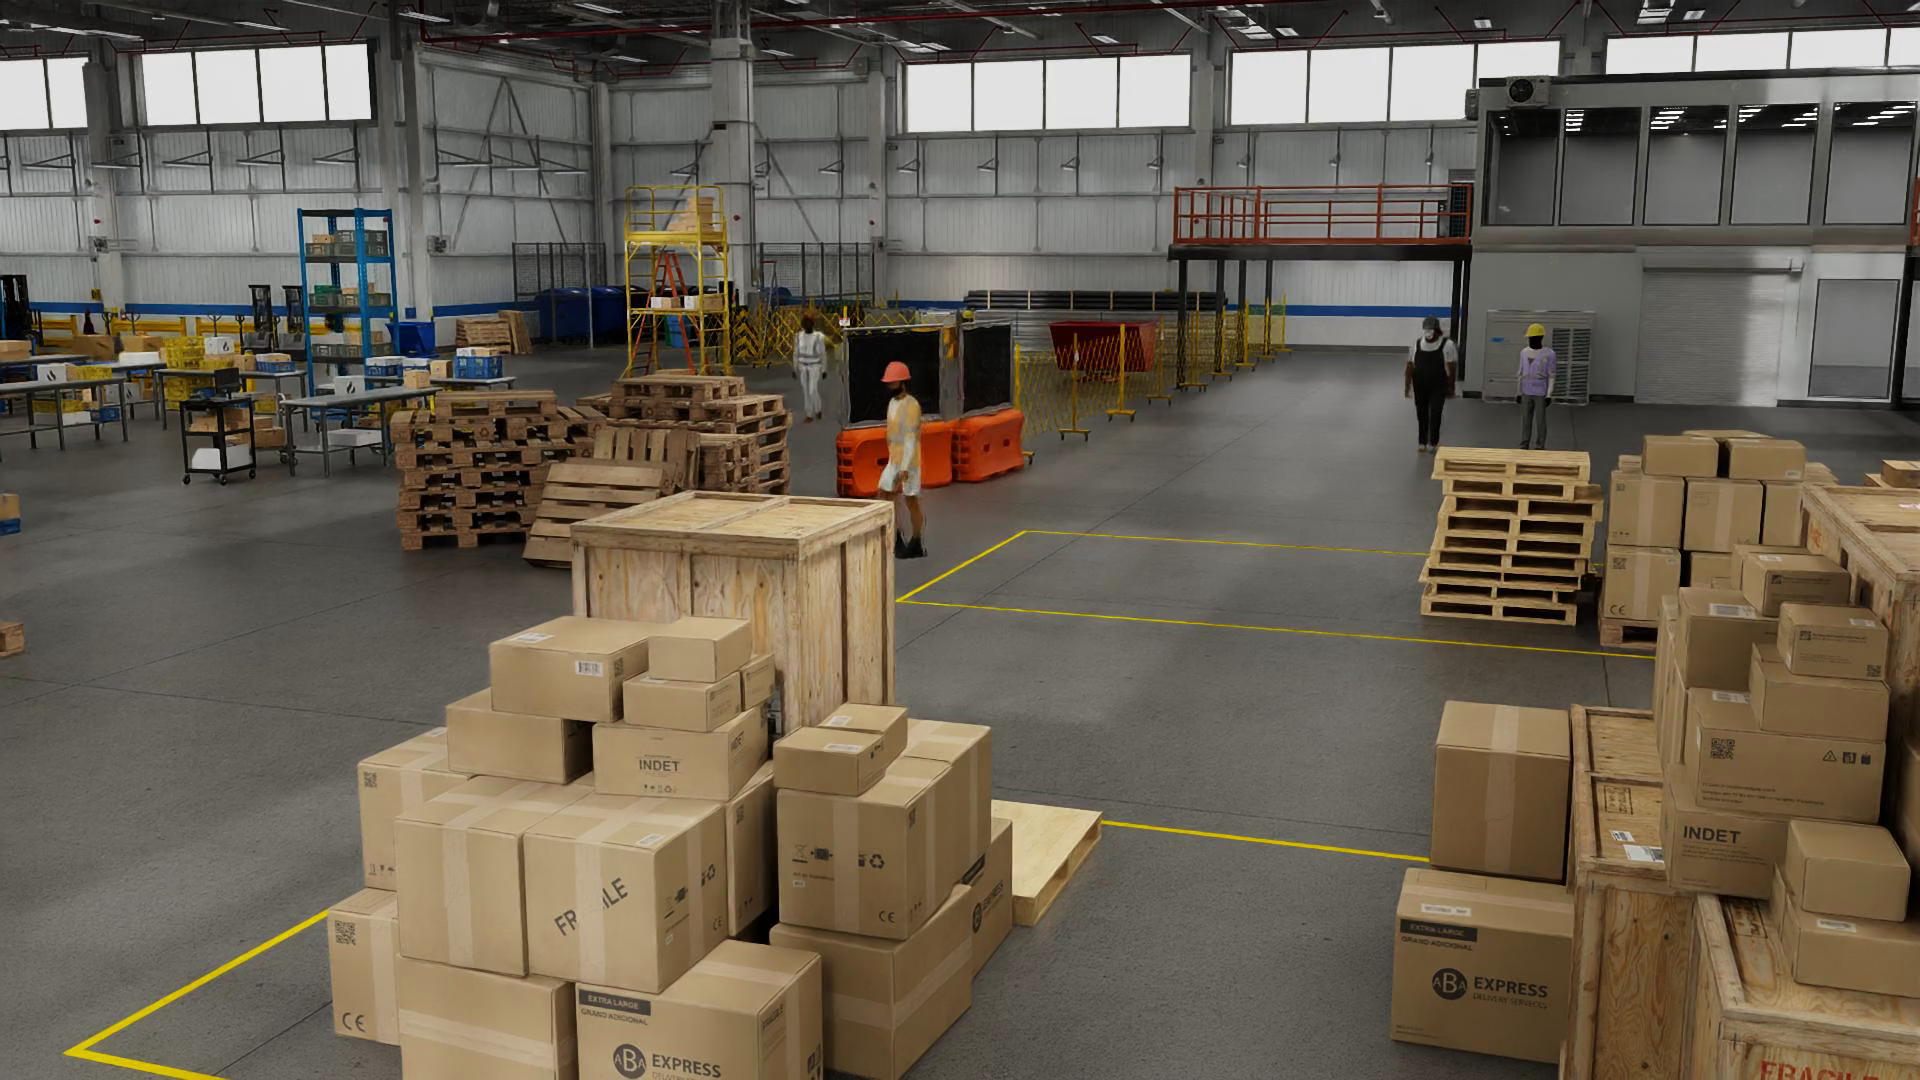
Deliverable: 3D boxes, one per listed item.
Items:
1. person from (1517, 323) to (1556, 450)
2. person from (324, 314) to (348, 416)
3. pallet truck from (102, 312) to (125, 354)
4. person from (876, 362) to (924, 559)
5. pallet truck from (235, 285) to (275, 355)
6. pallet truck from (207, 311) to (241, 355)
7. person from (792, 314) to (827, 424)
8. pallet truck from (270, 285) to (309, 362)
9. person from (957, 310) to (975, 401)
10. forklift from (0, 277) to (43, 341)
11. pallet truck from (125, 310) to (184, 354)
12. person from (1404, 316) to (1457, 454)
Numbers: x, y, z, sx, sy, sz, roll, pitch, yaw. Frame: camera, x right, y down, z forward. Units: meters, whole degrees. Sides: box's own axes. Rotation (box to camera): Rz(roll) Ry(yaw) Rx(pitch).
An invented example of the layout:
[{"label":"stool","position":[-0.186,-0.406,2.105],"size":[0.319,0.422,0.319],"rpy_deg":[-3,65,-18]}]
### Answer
[{"label":"person","position":[8.155,-2.105,23.612],"size":[0.388,1.927,0.589],"rpy_deg":[-7,12,-33]},{"label":"person","position":[-10.998,-3.103,29.436],"size":[0.508,1.859,0.503],"rpy_deg":[8,13,38]},{"label":"pallet truck","position":[-23.057,-5.777,46.261],"size":[0.680,1.201,1.601],"rpy_deg":[3,11,19]},{"label":"person","position":[-0.593,-0.756,16.029],"size":[0.580,1.916,0.545],"rpy_deg":[-6,12,-32]},{"label":"pallet truck","position":[-18.327,-5.835,44.421],"size":[0.823,1.965,1.885],"rpy_deg":[4,11,23]},{"label":"pallet truck","position":[-19.537,-5.575,44.913],"size":[0.653,1.274,1.630],"rpy_deg":[3,11,19]},{"label":"person","position":[-2.575,-2.907,28.281],"size":[0.592,1.867,0.408],"rpy_deg":[4,11,22]},{"label":"pallet truck","position":[-17.147,-5.700,43.663],"size":[0.823,1.965,1.885],"rpy_deg":[3,11,17]},{"label":"person","position":[0.132,-3.607,32.529],"size":[0.328,1.767,0.532],"rpy_deg":[-3,10,-14]},{"label":"forklift","position":[-27.151,-6.329,46.328],"size":[1.157,1.987,2.680],"rpy_deg":[3,11,17]},{"label":"pallet truck","position":[-22.038,-5.665,45.457],"size":[0.704,1.261,1.522],"rpy_deg":[3,11,17]},{"label":"person","position":[6.799,-2.267,24.205],"size":[0.703,2.000,0.883],"rpy_deg":[6,12,31]}]
